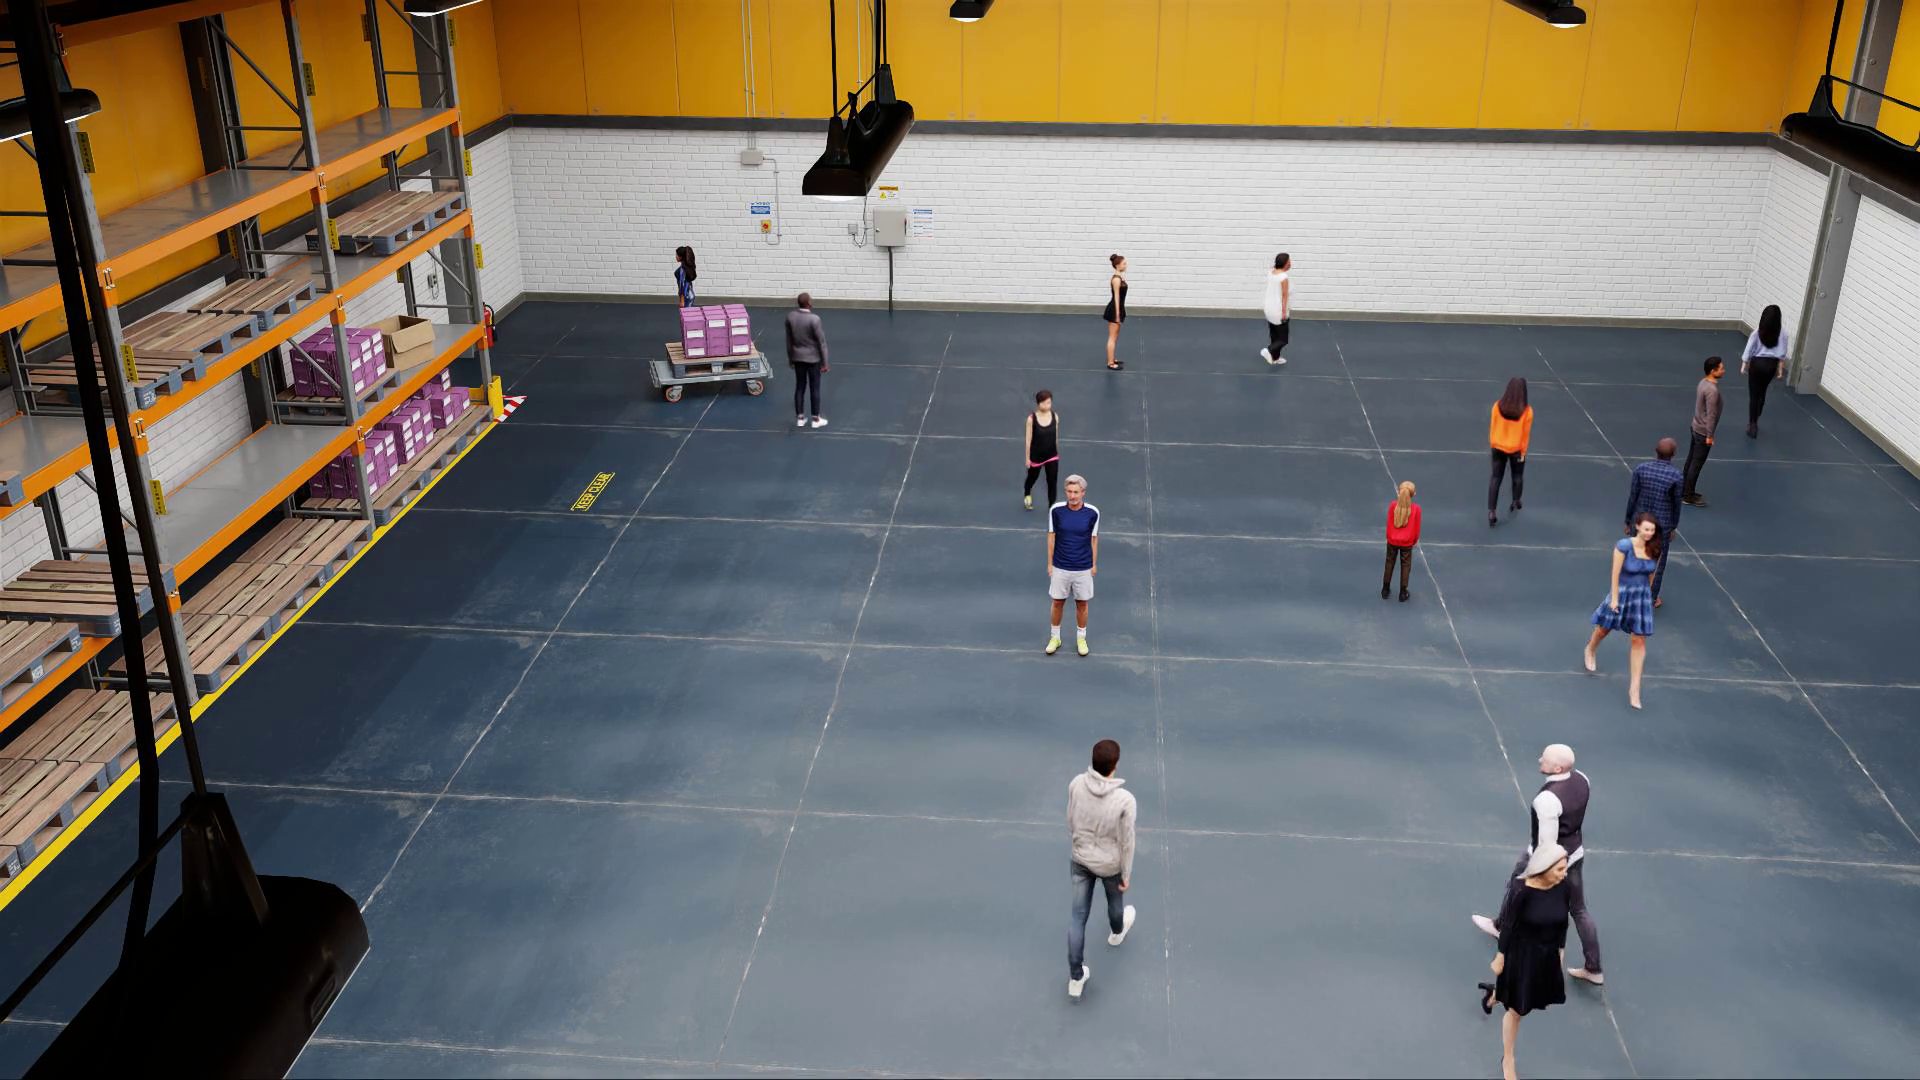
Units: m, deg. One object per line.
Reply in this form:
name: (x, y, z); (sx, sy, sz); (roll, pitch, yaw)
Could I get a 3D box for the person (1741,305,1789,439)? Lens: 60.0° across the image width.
person: (10.358, -2.145, 21.421); (0.672, 1.730, 0.671); (3, 24, 6)

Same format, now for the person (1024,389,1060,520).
person: (0.914, -0.994, 19.053); (0.823, 1.517, 1.111); (-7, 24, -15)

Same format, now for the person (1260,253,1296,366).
person: (4.590, -3.336, 24.214); (0.870, 1.676, 0.812); (-8, 25, -17)

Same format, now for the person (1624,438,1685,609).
person: (7.003, -0.182, 16.820); (0.752, 1.818, 0.752); (12, 26, 25)

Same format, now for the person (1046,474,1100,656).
person: (1.070, 0.220, 15.876); (0.621, 1.839, 0.535); (2, 24, 5)

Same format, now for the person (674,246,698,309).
person: (-4.106, -3.623, 24.944); (0.669, 1.617, 0.482); (1, 24, 3)

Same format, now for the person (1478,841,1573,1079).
person: (3.583, 2.616, 10.522); (0.794, 1.735, 0.995); (-4, 24, -9)

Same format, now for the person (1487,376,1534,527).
person: (6.146, -0.976, 18.754); (0.920, 1.725, 1.073); (15, 28, 31)

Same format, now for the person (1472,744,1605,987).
person: (4.129, 2.237, 11.352); (1.229, 1.766, 1.363); (-15, 28, -31)

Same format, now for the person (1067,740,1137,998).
person: (0.888, 2.239, 11.289); (0.957, 1.812, 1.299); (10, 26, 22)

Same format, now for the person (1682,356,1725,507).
person: (8.667, -1.289, 19.414); (0.725, 1.769, 0.496); (-9, 25, -19)

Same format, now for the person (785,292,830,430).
person: (-2.013, -2.358, 21.799); (0.796, 1.817, 0.723); (10, 26, 22)

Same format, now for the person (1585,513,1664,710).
person: (6.035, 0.570, 15.169); (0.758, 1.762, 1.200); (-2, 24, -4)

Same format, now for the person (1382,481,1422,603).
person: (4.527, 0.001, 17.071); (0.535, 1.282, 0.554); (9, 25, 20)

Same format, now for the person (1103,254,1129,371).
person: (2.274, -3.336, 24.217); (0.649, 1.673, 0.519); (4, 24, 9)
